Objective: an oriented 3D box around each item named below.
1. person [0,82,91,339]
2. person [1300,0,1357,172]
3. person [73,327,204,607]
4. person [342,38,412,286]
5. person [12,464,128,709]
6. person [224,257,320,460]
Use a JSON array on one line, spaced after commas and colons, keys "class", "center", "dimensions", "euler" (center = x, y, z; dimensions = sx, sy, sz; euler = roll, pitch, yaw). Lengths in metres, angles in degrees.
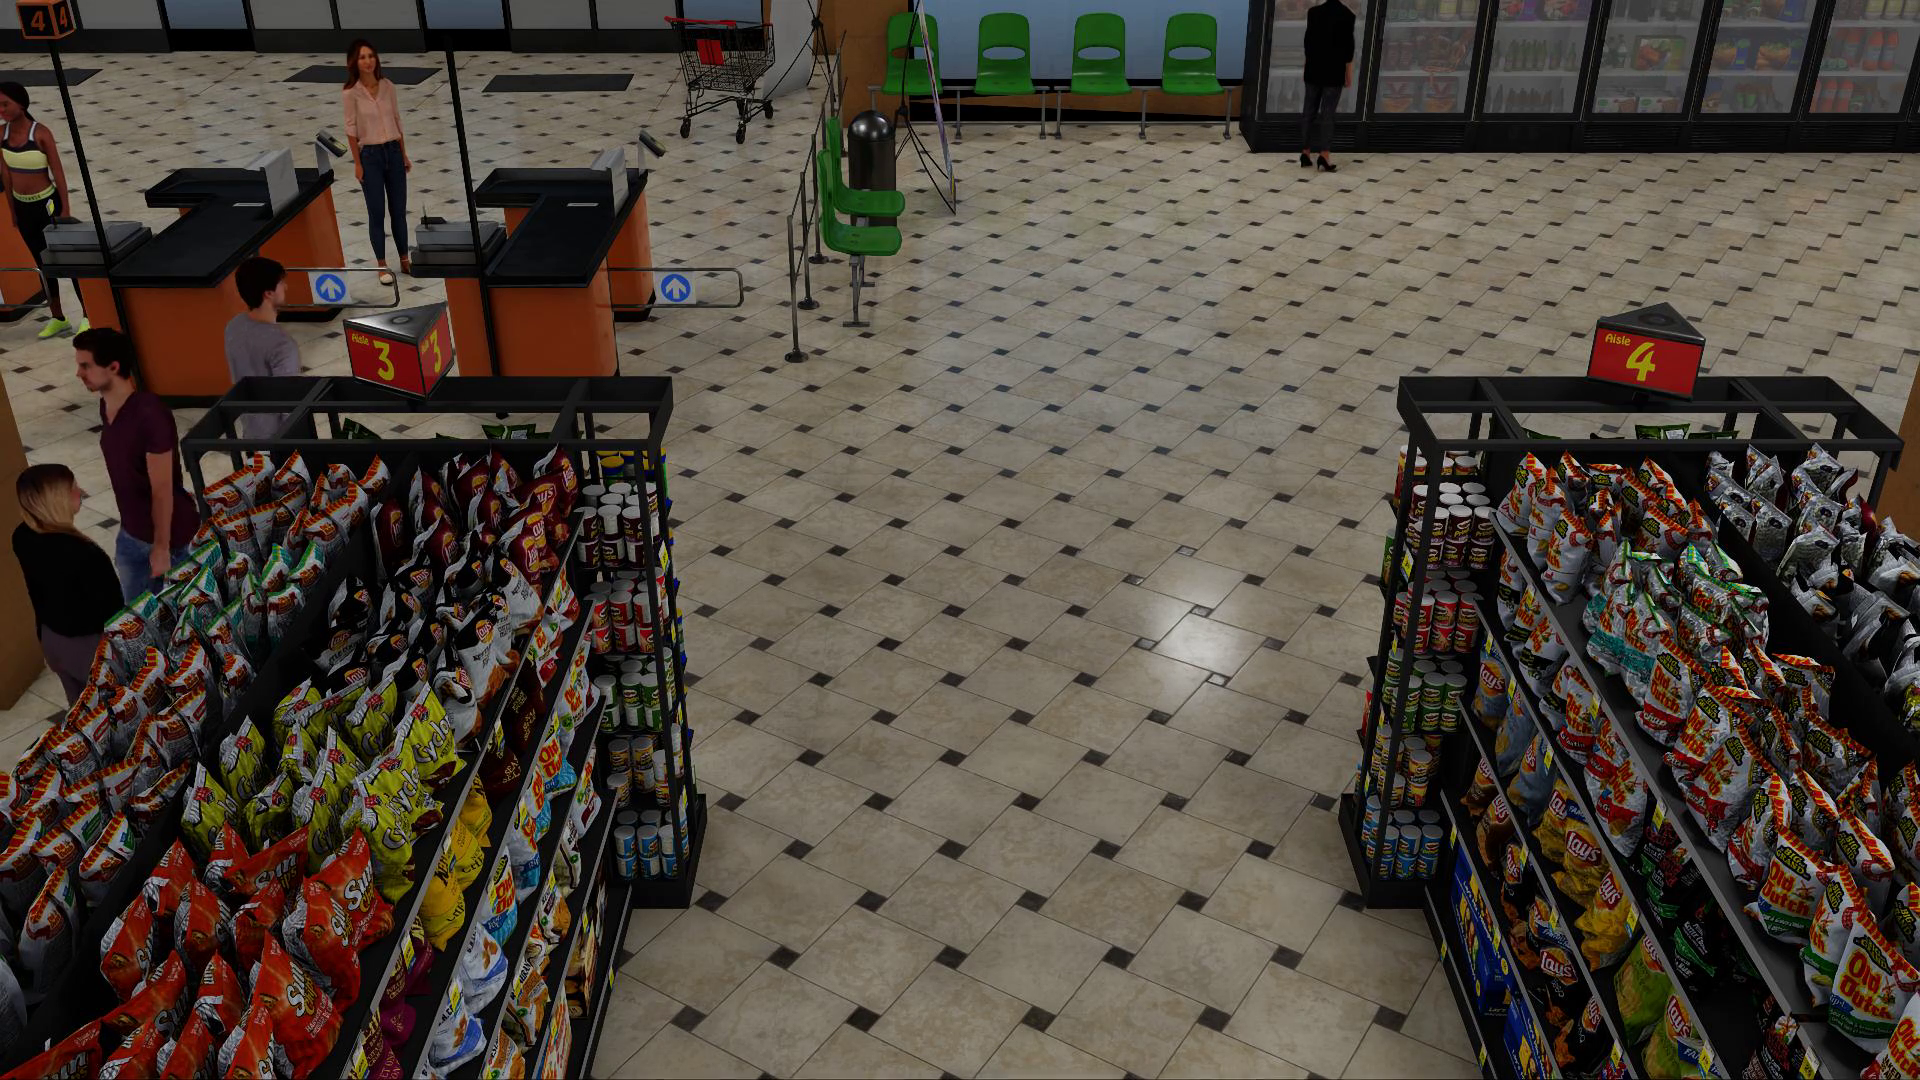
[{"class": "person", "center": [-6.239, -2.238, 11.317], "dimensions": [0.566, 1.754, 0.513], "euler": [1, 29, 3]}, {"class": "person", "center": [3.275, -4.191, 14.933], "dimensions": [0.733, 1.717, 0.782], "euler": [23, 36, 36]}, {"class": "person", "center": [-3.407, -0.067, 7.283], "dimensions": [1.100, 1.809, 1.259], "euler": [19, 34, 31]}, {"class": "person", "center": [-4.303, -2.810, 12.324], "dimensions": [0.665, 1.792, 0.720], "euler": [-24, 37, -37]}, {"class": "person", "center": [-3.405, 0.503, 6.405], "dimensions": [0.779, 1.650, 0.860], "euler": [13, 31, 22]}, {"class": "person", "center": [-3.318, -0.423, 7.929], "dimensions": [0.993, 1.814, 1.102], "euler": [18, 33, 29]}]
